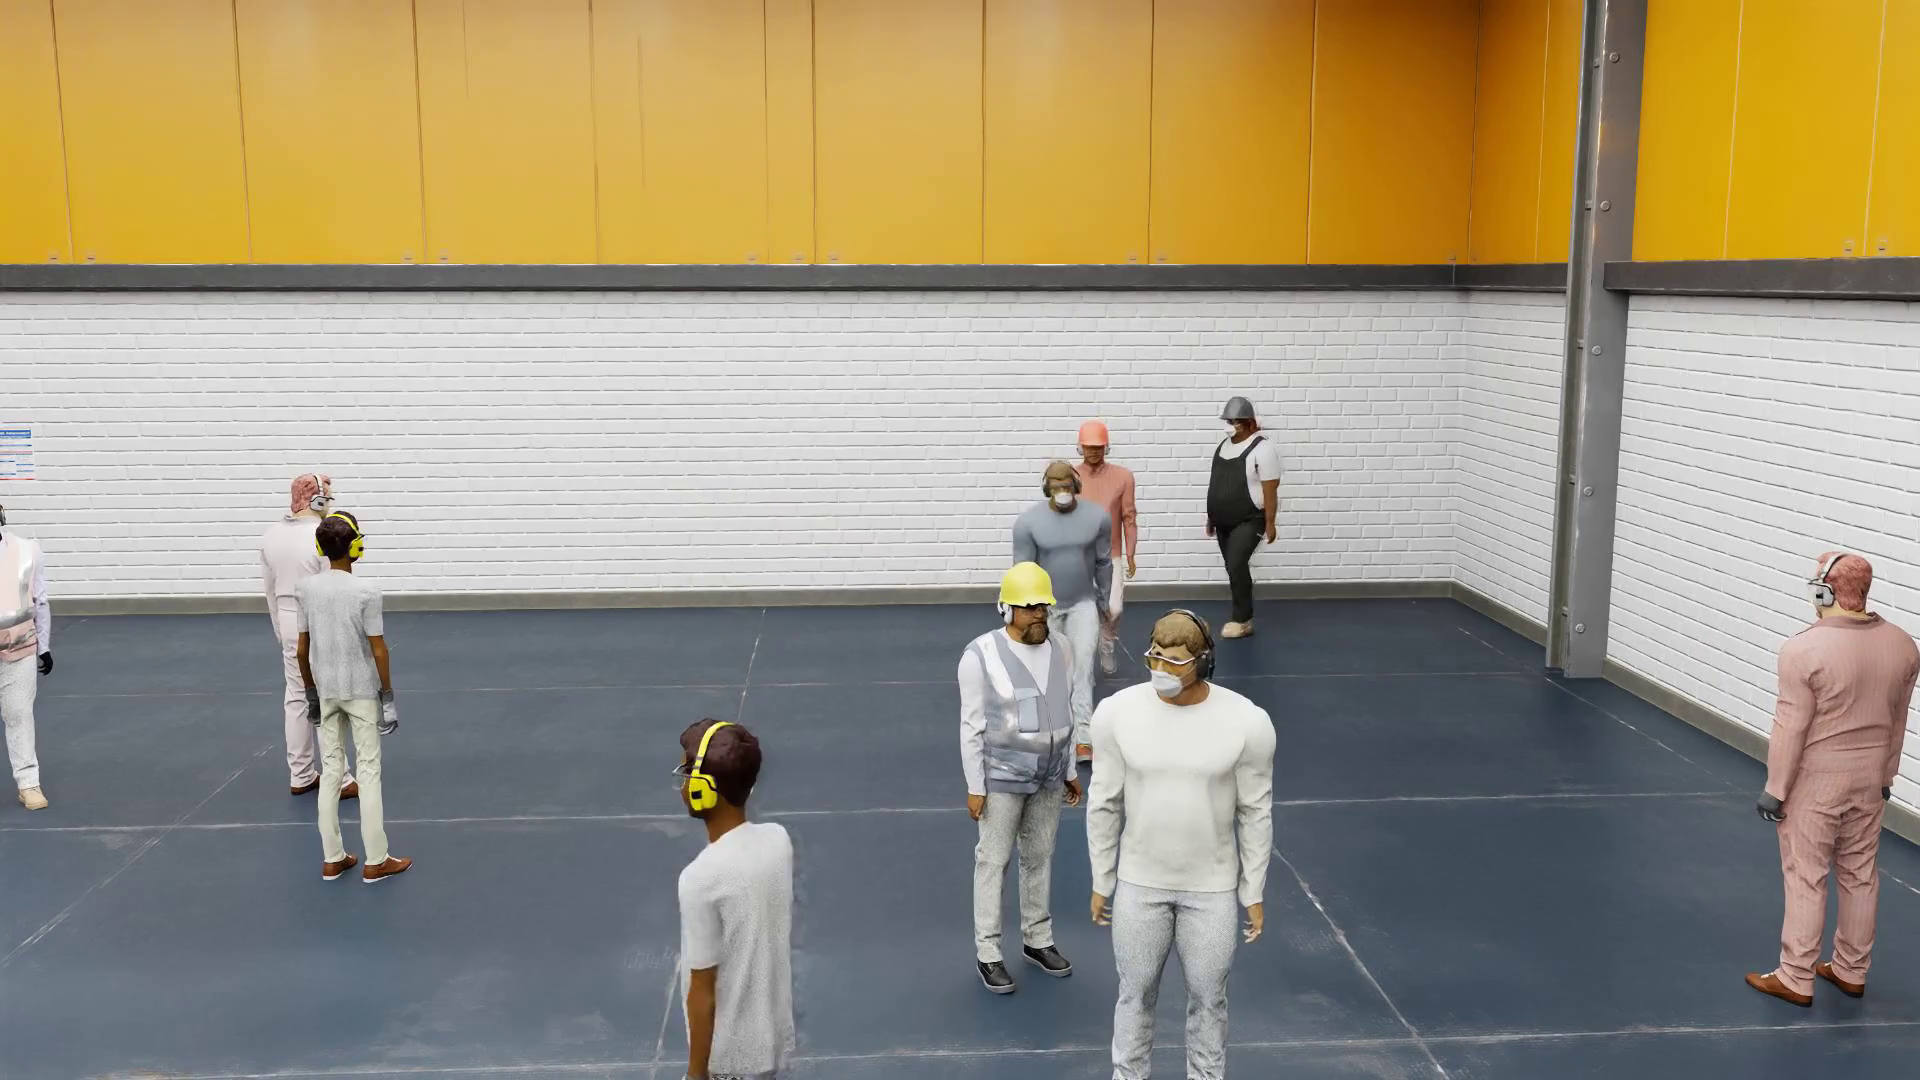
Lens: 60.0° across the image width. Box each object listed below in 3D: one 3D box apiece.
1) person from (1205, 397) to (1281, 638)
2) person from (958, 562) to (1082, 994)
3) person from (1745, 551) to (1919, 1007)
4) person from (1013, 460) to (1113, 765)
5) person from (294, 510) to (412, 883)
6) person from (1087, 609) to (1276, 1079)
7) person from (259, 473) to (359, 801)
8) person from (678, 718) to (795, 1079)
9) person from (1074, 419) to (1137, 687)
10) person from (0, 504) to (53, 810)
[{"bbox_3d":[2.298,-0.202,13.985,0.700,2.000,0.698,-6,11,-32],"label":"person"},{"bbox_3d":[0.277,0.996,7.112,0.589,1.834,0.403,-6,11,-33],"label":"person"},{"bbox_3d":[3.608,0.990,6.926,0.643,1.908,0.411,-3,9,-16],"label":"person"},{"bbox_3d":[0.654,0.451,10.345,0.650,1.891,0.917,-1,9,-5],"label":"person"},{"bbox_3d":[-3.053,0.784,8.326,0.515,1.873,0.328,2,9,13],"label":"person"},{"bbox_3d":[0.742,1.176,5.663,0.630,1.935,0.369,2,9,12],"label":"person"},{"bbox_3d":[-3.712,0.560,9.644,0.636,1.902,0.406,5,10,30],"label":"person"},{"bbox_3d":[-0.634,1.398,4.532,0.439,1.852,0.557,4,10,24],"label":"person"},{"bbox_3d":[0.988,0.096,12.284,0.643,1.984,0.442,1,9,4],"label":"person"},{"bbox_3d":[-5.437,0.636,9.346,0.619,1.845,0.430,-7,11,-38],"label":"person"}]
